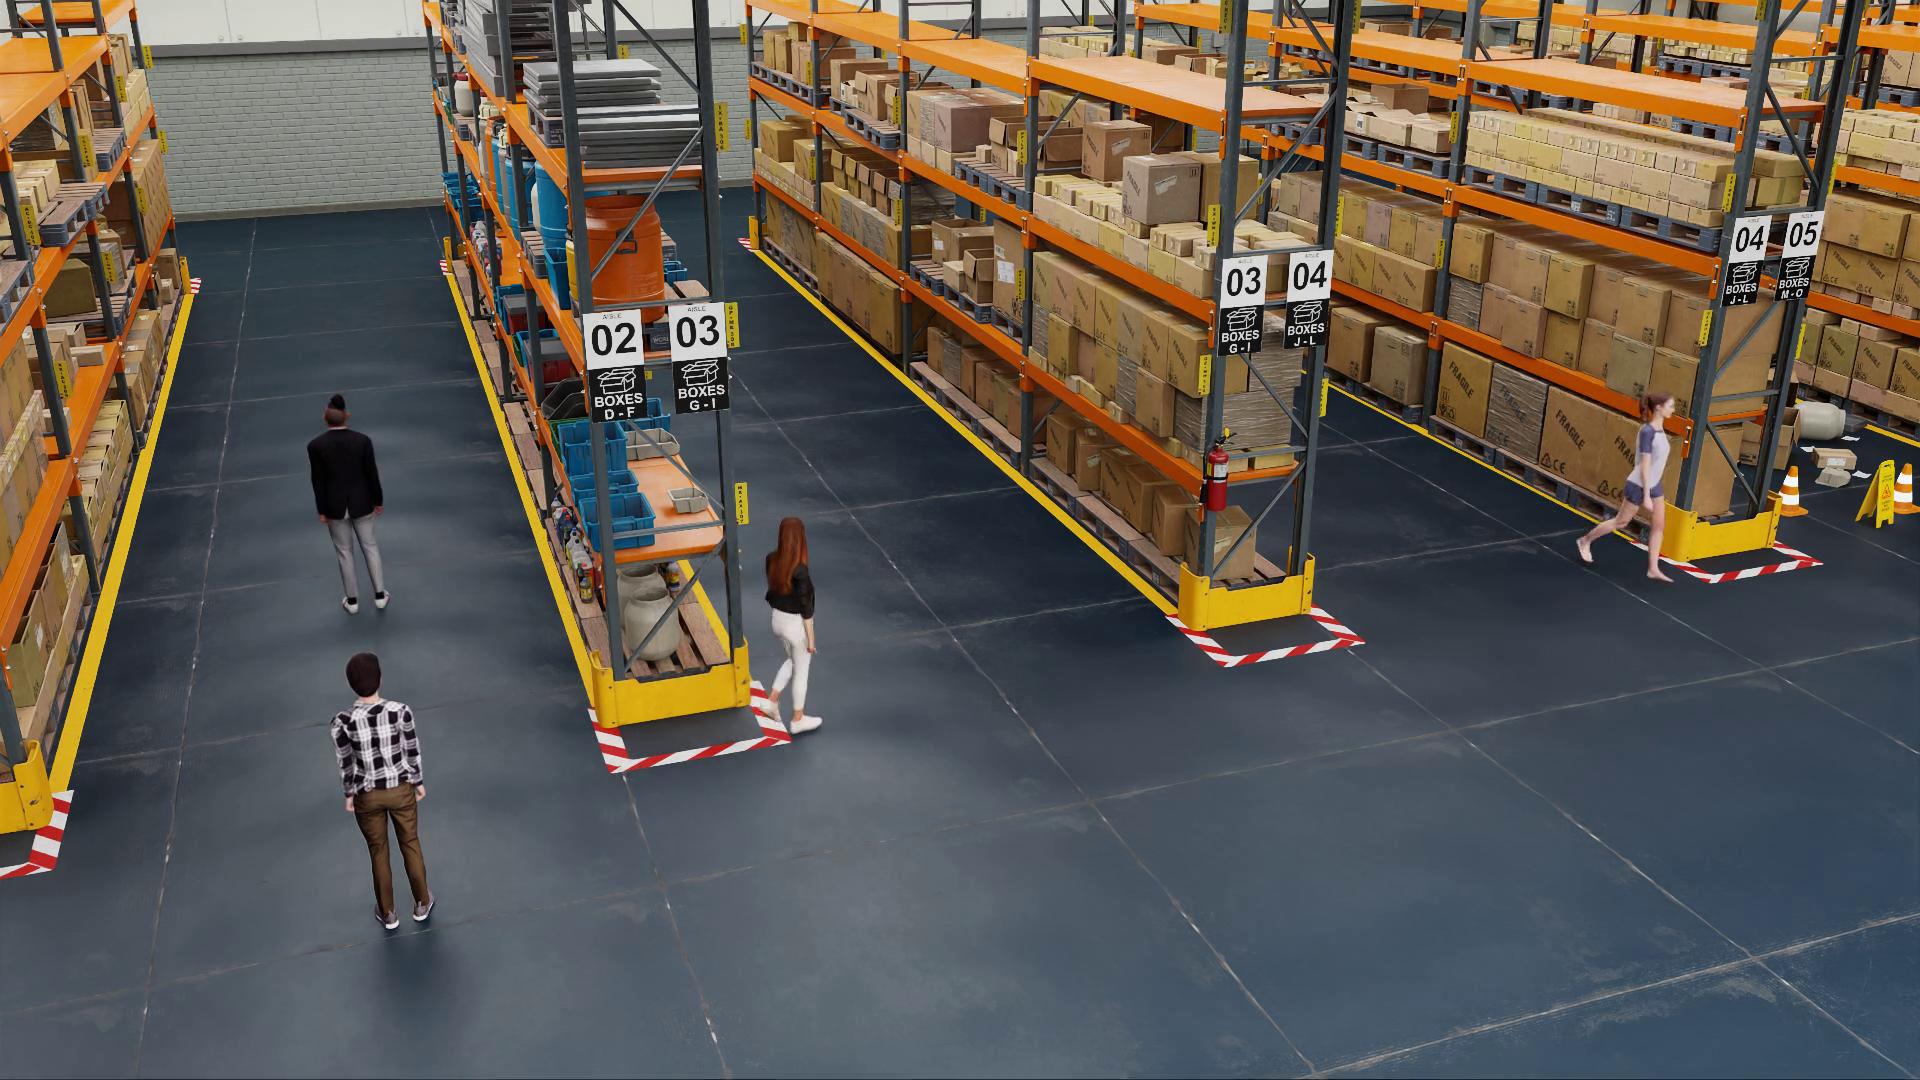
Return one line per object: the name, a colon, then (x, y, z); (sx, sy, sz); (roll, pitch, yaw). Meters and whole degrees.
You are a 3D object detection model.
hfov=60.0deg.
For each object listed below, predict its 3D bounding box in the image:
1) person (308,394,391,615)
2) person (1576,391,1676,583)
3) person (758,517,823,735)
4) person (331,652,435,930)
person: (-5.242, -0.325, 14.266); (0.722, 1.950, 0.596); (-10, 24, -23)
person: (6.060, -0.493, 14.973); (0.914, 1.727, 1.202); (-19, 29, -39)
person: (-1.302, 0.658, 12.206); (0.802, 1.690, 0.750); (-18, 28, -37)
person: (-3.460, 1.499, 9.993); (0.631, 1.809, 0.536); (-9, 24, -21)
